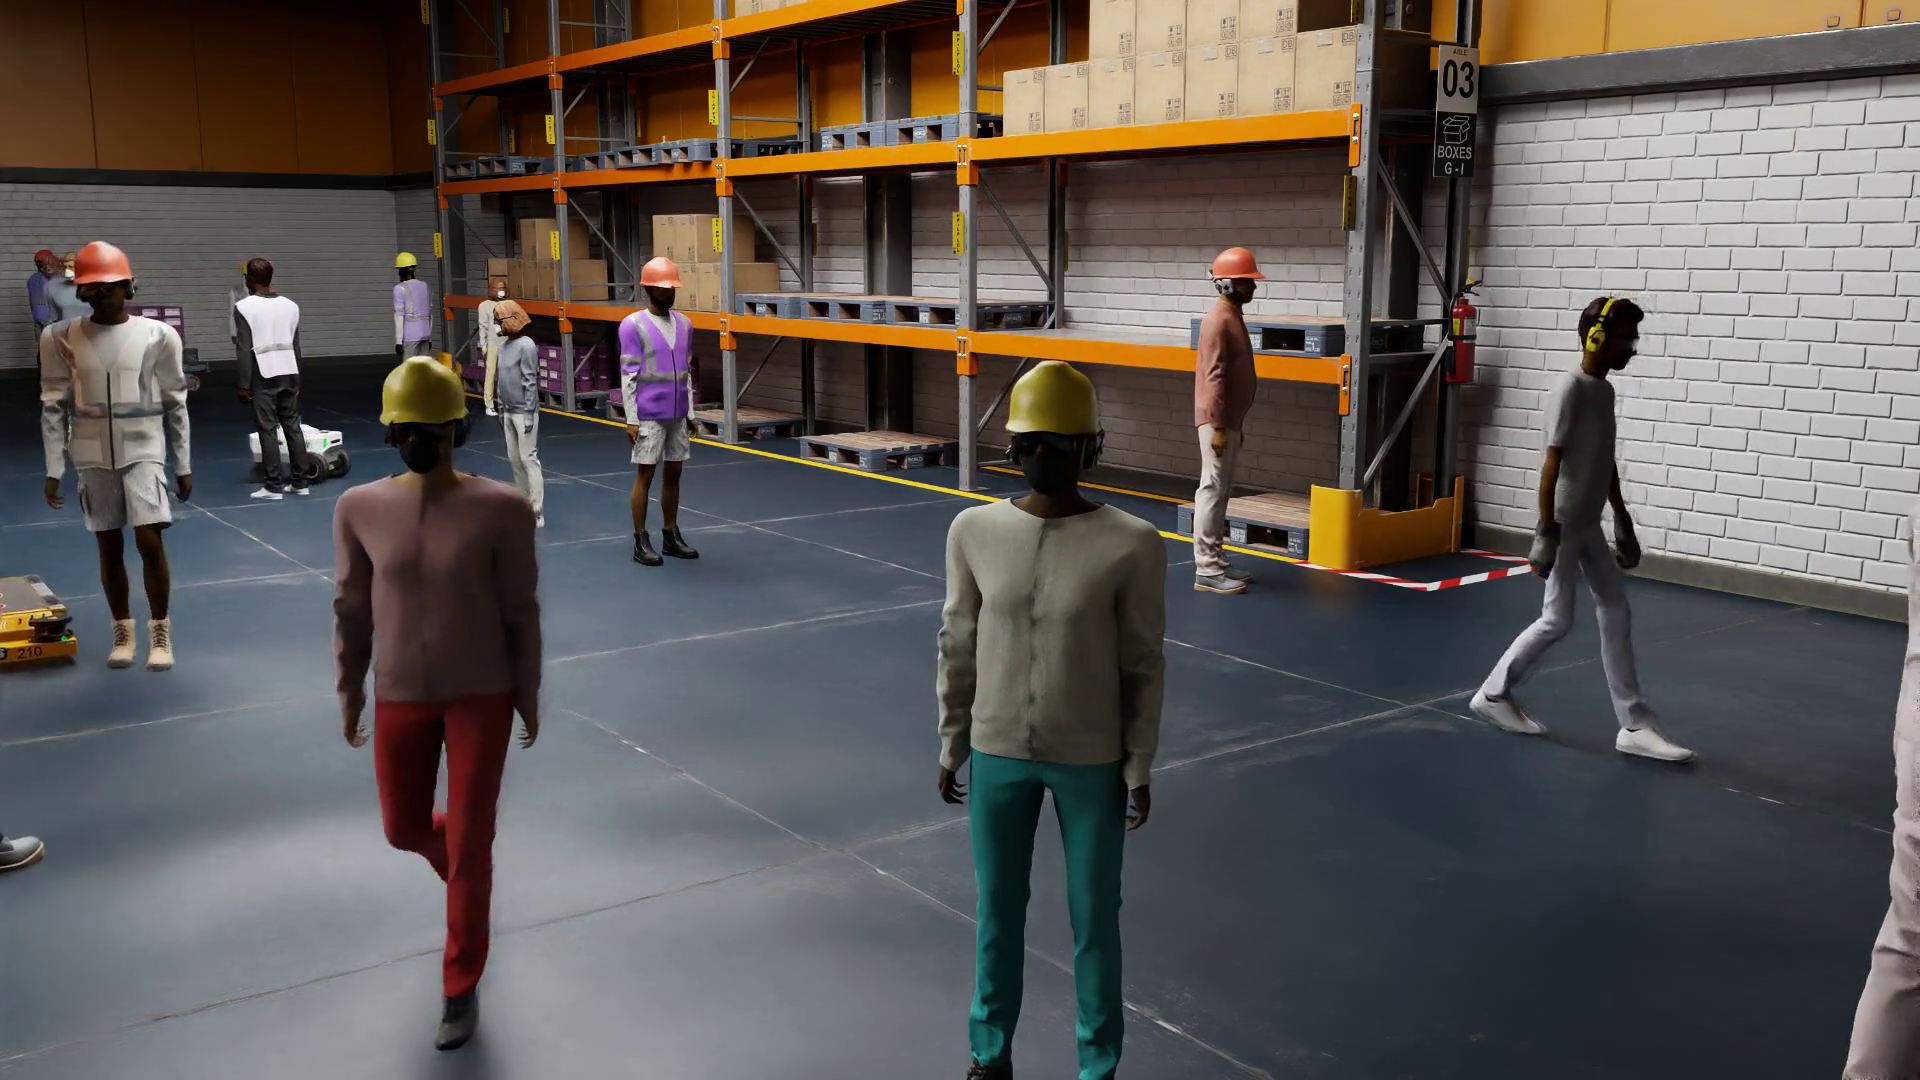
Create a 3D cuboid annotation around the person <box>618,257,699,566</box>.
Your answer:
[{"bbox_3d":[-1.874,-0.812,10.527,0.373,1.934,0.552,9,13,41],"label":"person"}]

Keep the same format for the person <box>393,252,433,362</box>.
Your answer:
[{"bbox_3d":[-6.313,-2.347,19.185,0.396,1.918,0.588,4,11,23],"label":"person"}]

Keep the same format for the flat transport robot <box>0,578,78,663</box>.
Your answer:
[{"bbox_3d":[-4.952,0.396,8.426,0.652,0.197,1.431,-7,12,-35],"label":"flat transport robot"}]

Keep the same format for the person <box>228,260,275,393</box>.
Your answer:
[{"bbox_3d":[-9.362,-2.797,22.035,0.604,1.808,0.776,-6,12,-30],"label":"person"}]

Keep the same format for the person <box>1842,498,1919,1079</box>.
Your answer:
[{"bbox_3d":[2.083,0.509,3.297,0.430,1.883,0.676,-1,10,-5],"label":"person"}]

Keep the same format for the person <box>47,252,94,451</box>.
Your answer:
[{"bbox_3d":[-8.551,-1.829,16.220,0.628,1.940,0.378,-1,10,-3],"label":"person"}]

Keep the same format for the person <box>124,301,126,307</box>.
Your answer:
[{"bbox_3d":[-11.701,-2.884,23.119,0.890,1.577,0.535,-9,13,-41],"label":"person"}]

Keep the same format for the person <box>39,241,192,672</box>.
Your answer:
[{"bbox_3d":[-3.980,-0.379,7.852,0.618,2.035,0.491,-3,11,-17],"label":"person"}]

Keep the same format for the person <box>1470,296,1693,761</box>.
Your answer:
[{"bbox_3d":[2.512,-0.042,6.586,0.900,1.812,0.629,9,13,41],"label":"person"}]

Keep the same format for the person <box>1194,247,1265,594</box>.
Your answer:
[{"bbox_3d":[1.561,-0.697,9.718,0.390,1.995,0.613,4,11,20],"label":"person"}]

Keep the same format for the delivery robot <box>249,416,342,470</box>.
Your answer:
[{"bbox_3d":[-5.646,-0.812,14.139,0.707,0.478,0.477,1,10,5],"label":"delivery robot"}]

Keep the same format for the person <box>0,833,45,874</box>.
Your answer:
[{"bbox_3d":[-3.304,0.098,5.270,0.612,1.994,0.394,3,11,18],"label":"person"}]

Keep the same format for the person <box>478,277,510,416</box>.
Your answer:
[{"bbox_3d":[-5.431,-2.278,19.618,0.494,1.626,0.285,-10,14,-44],"label":"person"}]

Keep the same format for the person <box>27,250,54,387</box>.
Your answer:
[{"bbox_3d":[-12.790,-3.094,23.331,0.542,1.930,0.374,6,12,32],"label":"person"}]

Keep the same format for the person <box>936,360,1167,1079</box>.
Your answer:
[{"bbox_3d":[0.197,0.481,3.755,0.525,1.772,0.305,3,11,16],"label":"person"}]

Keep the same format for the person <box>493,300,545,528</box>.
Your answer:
[{"bbox_3d":[-3.161,-0.891,11.853,0.298,1.623,0.503,-9,13,-40],"label":"person"}]

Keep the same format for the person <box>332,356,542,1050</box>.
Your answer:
[{"bbox_3d":[-1.354,0.377,4.392,0.535,1.743,0.693,0,10,-2],"label":"person"}]

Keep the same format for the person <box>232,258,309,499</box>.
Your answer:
[{"bbox_3d":[-5.476,-1.279,13.244,0.413,1.909,0.594,5,11,27],"label":"person"}]

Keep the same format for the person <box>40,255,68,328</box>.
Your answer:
[{"bbox_3d":[-10.986,-2.544,20.408,0.623,1.872,0.662,1,10,3],"label":"person"}]
